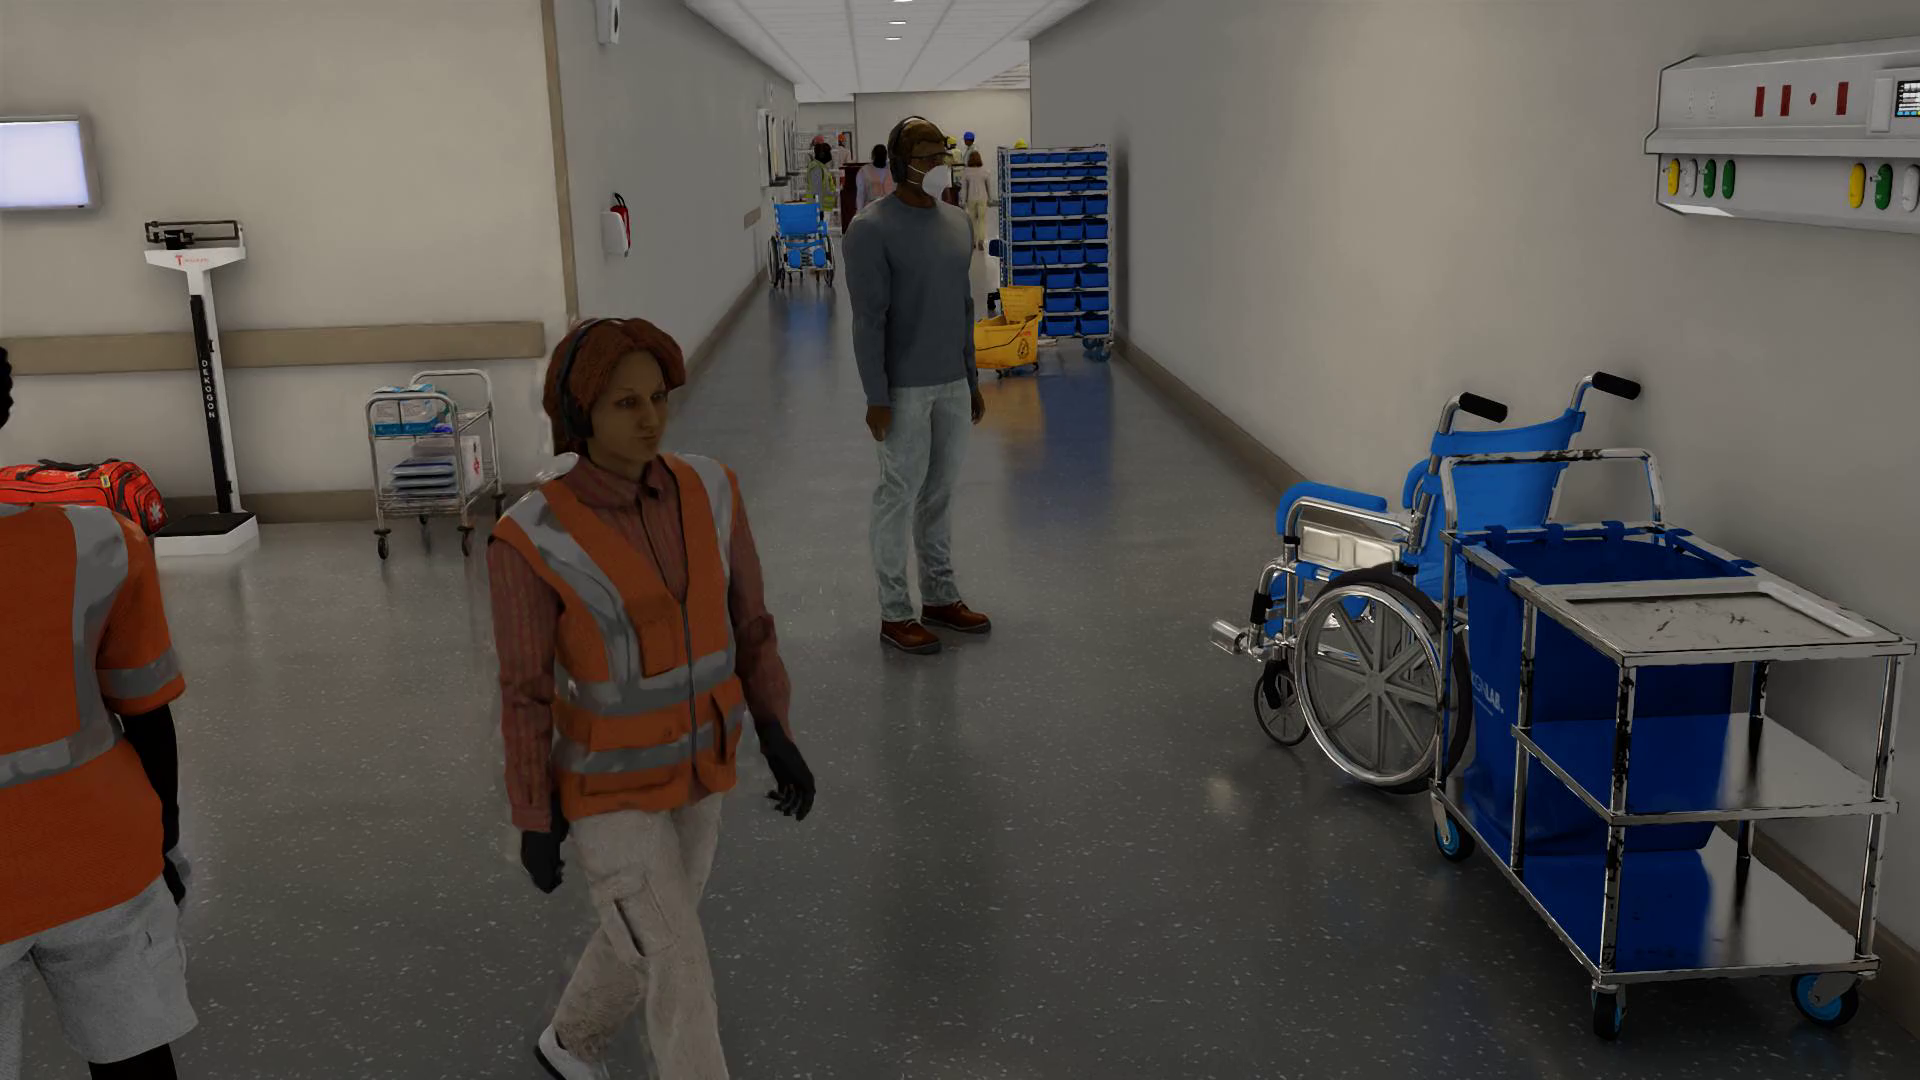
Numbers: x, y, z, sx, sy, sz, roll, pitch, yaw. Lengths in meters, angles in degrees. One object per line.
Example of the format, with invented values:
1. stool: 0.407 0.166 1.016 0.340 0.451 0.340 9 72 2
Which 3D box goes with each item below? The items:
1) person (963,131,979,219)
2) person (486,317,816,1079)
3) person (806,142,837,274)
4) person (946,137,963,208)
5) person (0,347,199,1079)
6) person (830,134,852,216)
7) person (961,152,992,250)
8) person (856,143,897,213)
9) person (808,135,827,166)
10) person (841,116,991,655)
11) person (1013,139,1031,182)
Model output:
1. person: 0.254 -8.260 37.690 0.390 1.949 0.602 -5 14 -14
2. person: -0.574 0.403 2.898 0.825 1.605 0.515 9 17 36
3. person: -1.949 -4.676 23.498 0.431 1.833 0.644 0 14 5
4. person: -0.174 -9.009 41.063 0.404 1.835 0.587 11 19 42
5. person: -1.356 0.506 2.377 0.536 1.700 0.318 -14 19 -42
6. person: -2.929 -9.039 41.203 0.611 1.985 0.415 5 15 25
7. person: 0.280 -5.575 27.400 0.506 1.608 0.772 -1 14 2
8. person: -1.077 -4.323 21.992 0.632 1.808 0.911 -5 14 -15
9. person: -3.525 -9.032 41.269 0.650 1.966 0.426 9 18 38
10. person: -0.138 -0.564 6.132 0.372 1.940 0.630 9 17 38
11. person: 1.096 -6.249 29.710 0.525 1.771 0.310 -6 14 -19
